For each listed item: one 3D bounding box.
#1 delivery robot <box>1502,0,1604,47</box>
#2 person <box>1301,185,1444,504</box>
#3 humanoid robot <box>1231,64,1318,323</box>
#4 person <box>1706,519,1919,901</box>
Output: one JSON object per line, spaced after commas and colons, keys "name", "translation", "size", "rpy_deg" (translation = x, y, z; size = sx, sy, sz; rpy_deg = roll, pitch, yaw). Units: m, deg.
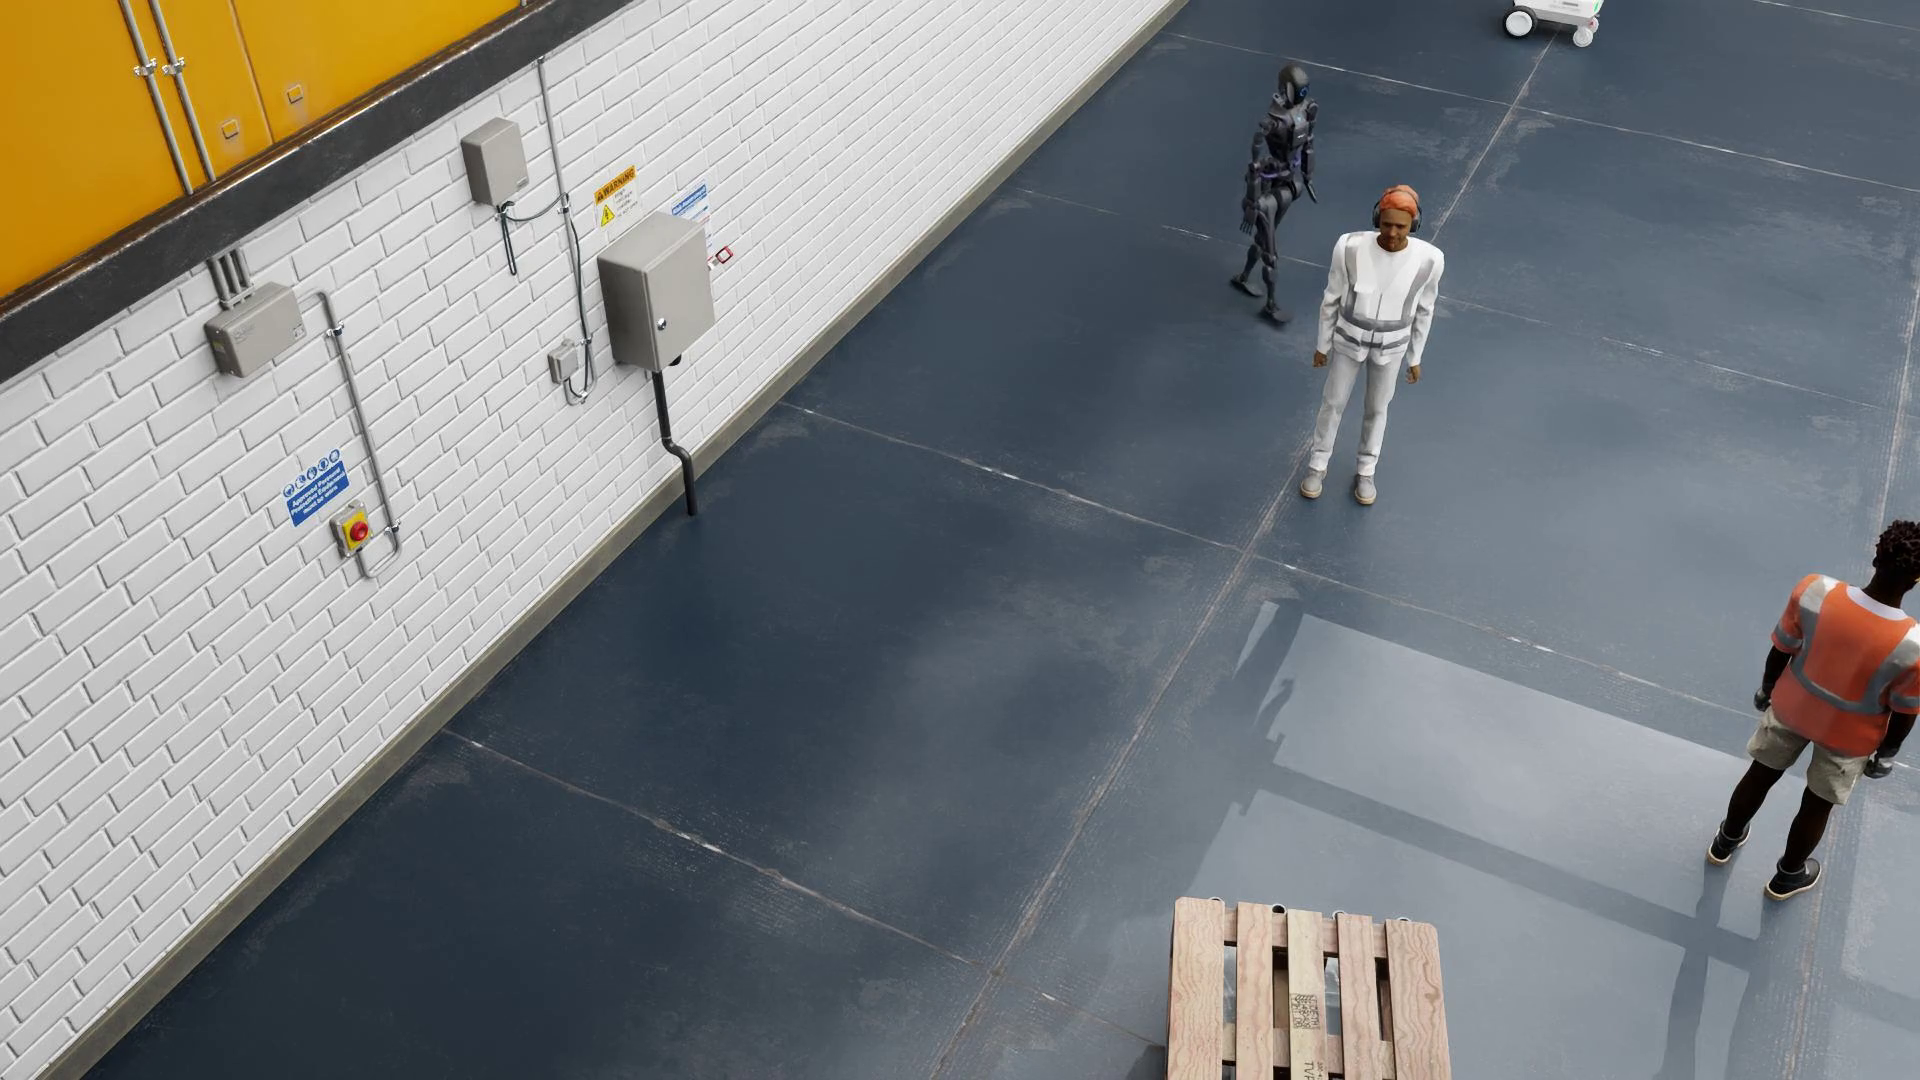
{"name": "delivery robot", "translation": [4.914, -4.435, 13.772], "size": [0.804, 0.610, 0.499], "rpy_deg": [18, 44, 19]}
{"name": "person", "translation": [2.160, -1.012, 8.776], "size": [0.572, 1.883, 0.355], "rpy_deg": [9, 42, 10]}
{"name": "humanoid robot", "translation": [2.000, -2.165, 10.279], "size": [0.594, 1.642, 0.636], "rpy_deg": [-29, 48, -29]}
{"name": "person", "translation": [3.511, 0.703, 6.725], "size": [0.368, 1.965, 0.605], "rpy_deg": [-30, 49, -30]}
